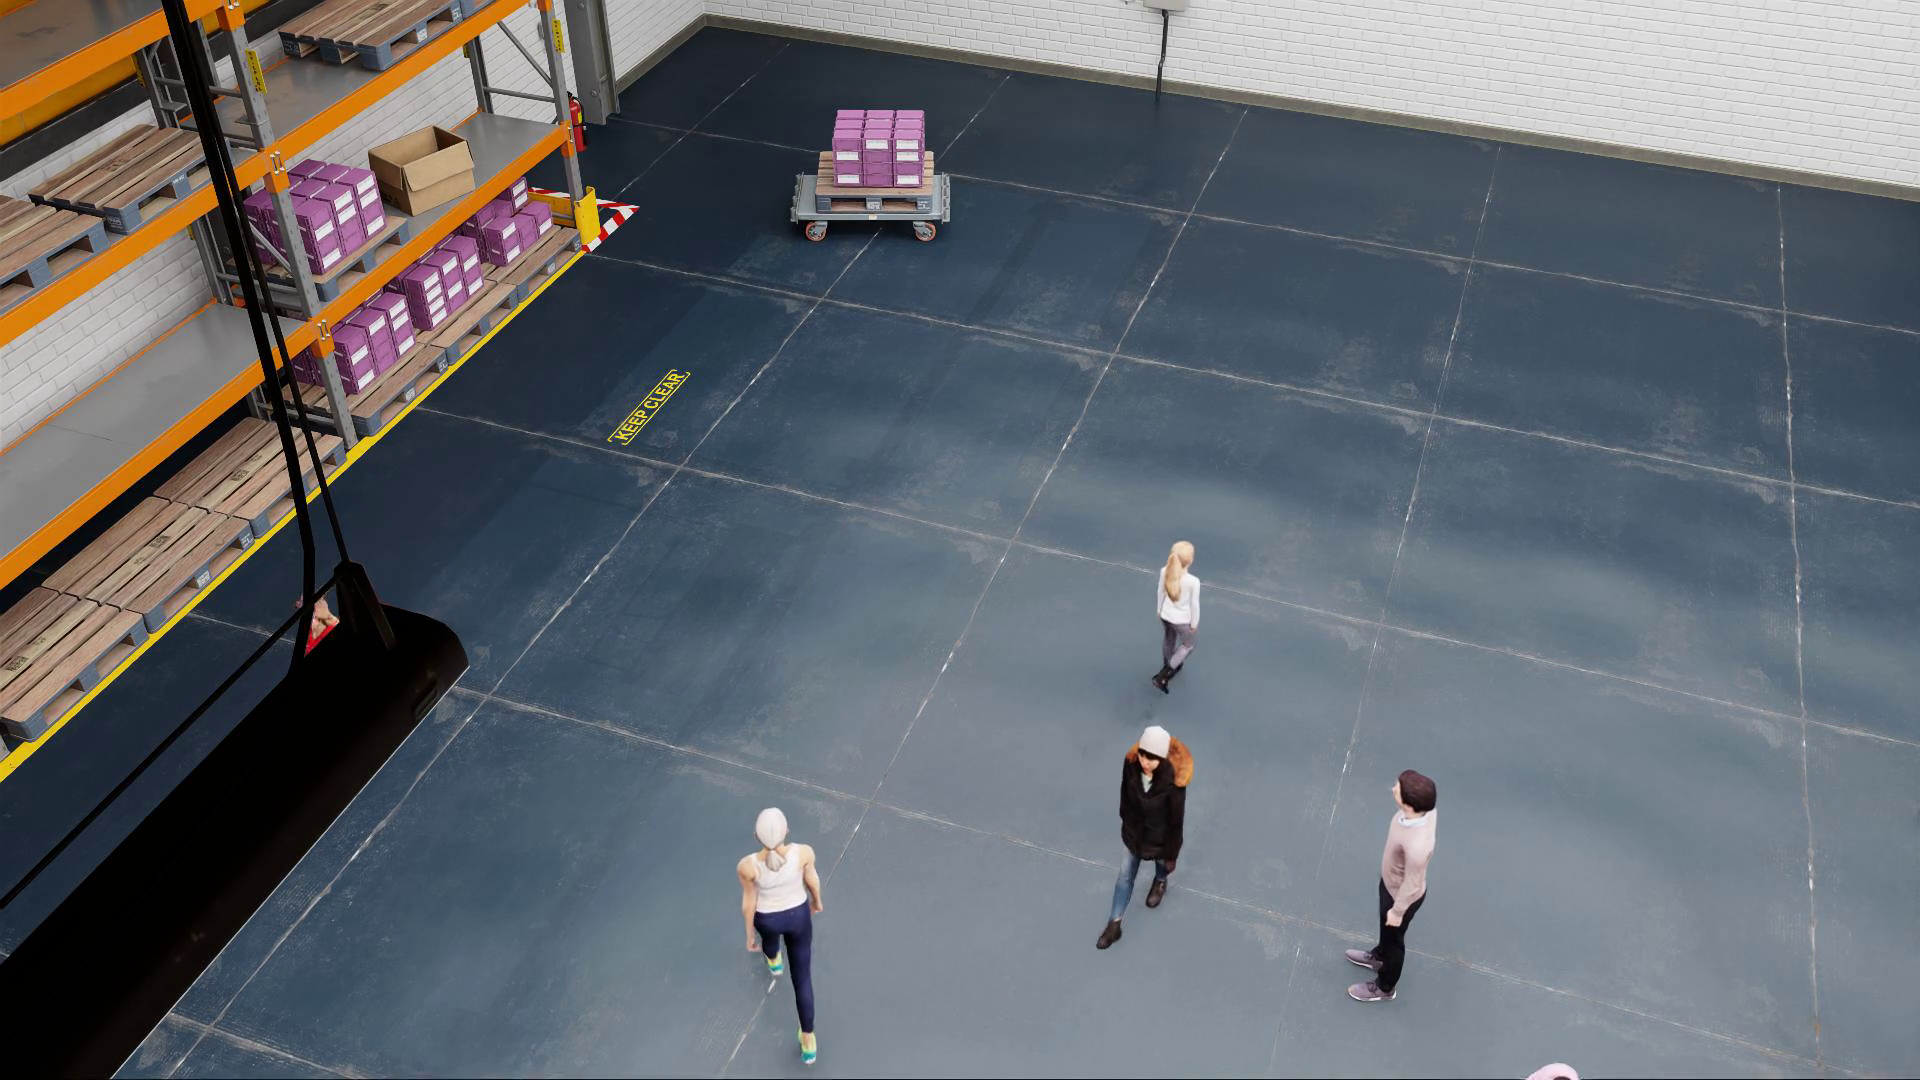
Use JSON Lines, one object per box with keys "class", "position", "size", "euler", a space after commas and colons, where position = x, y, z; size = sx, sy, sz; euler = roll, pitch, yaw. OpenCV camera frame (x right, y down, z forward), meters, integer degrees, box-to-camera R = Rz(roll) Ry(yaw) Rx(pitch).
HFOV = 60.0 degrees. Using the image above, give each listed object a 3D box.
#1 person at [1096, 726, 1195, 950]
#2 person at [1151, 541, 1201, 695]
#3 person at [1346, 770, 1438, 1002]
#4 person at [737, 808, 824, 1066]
{"class": "person", "position": [1.193, 1.700, 10.057], "size": [0.730, 1.598, 1.046], "euler": [19, 42, 22]}
{"class": "person", "position": [1.496, 0.574, 11.732], "size": [0.627, 1.267, 0.752], "euler": [29, 47, 32]}
{"class": "person", "position": [2.522, 1.981, 9.536], "size": [0.706, 1.809, 0.531], "euler": [8, 39, 10]}
{"class": "person", "position": [-0.971, 2.229, 9.352], "size": [1.067, 1.651, 1.268], "euler": [-9, 39, -11]}
